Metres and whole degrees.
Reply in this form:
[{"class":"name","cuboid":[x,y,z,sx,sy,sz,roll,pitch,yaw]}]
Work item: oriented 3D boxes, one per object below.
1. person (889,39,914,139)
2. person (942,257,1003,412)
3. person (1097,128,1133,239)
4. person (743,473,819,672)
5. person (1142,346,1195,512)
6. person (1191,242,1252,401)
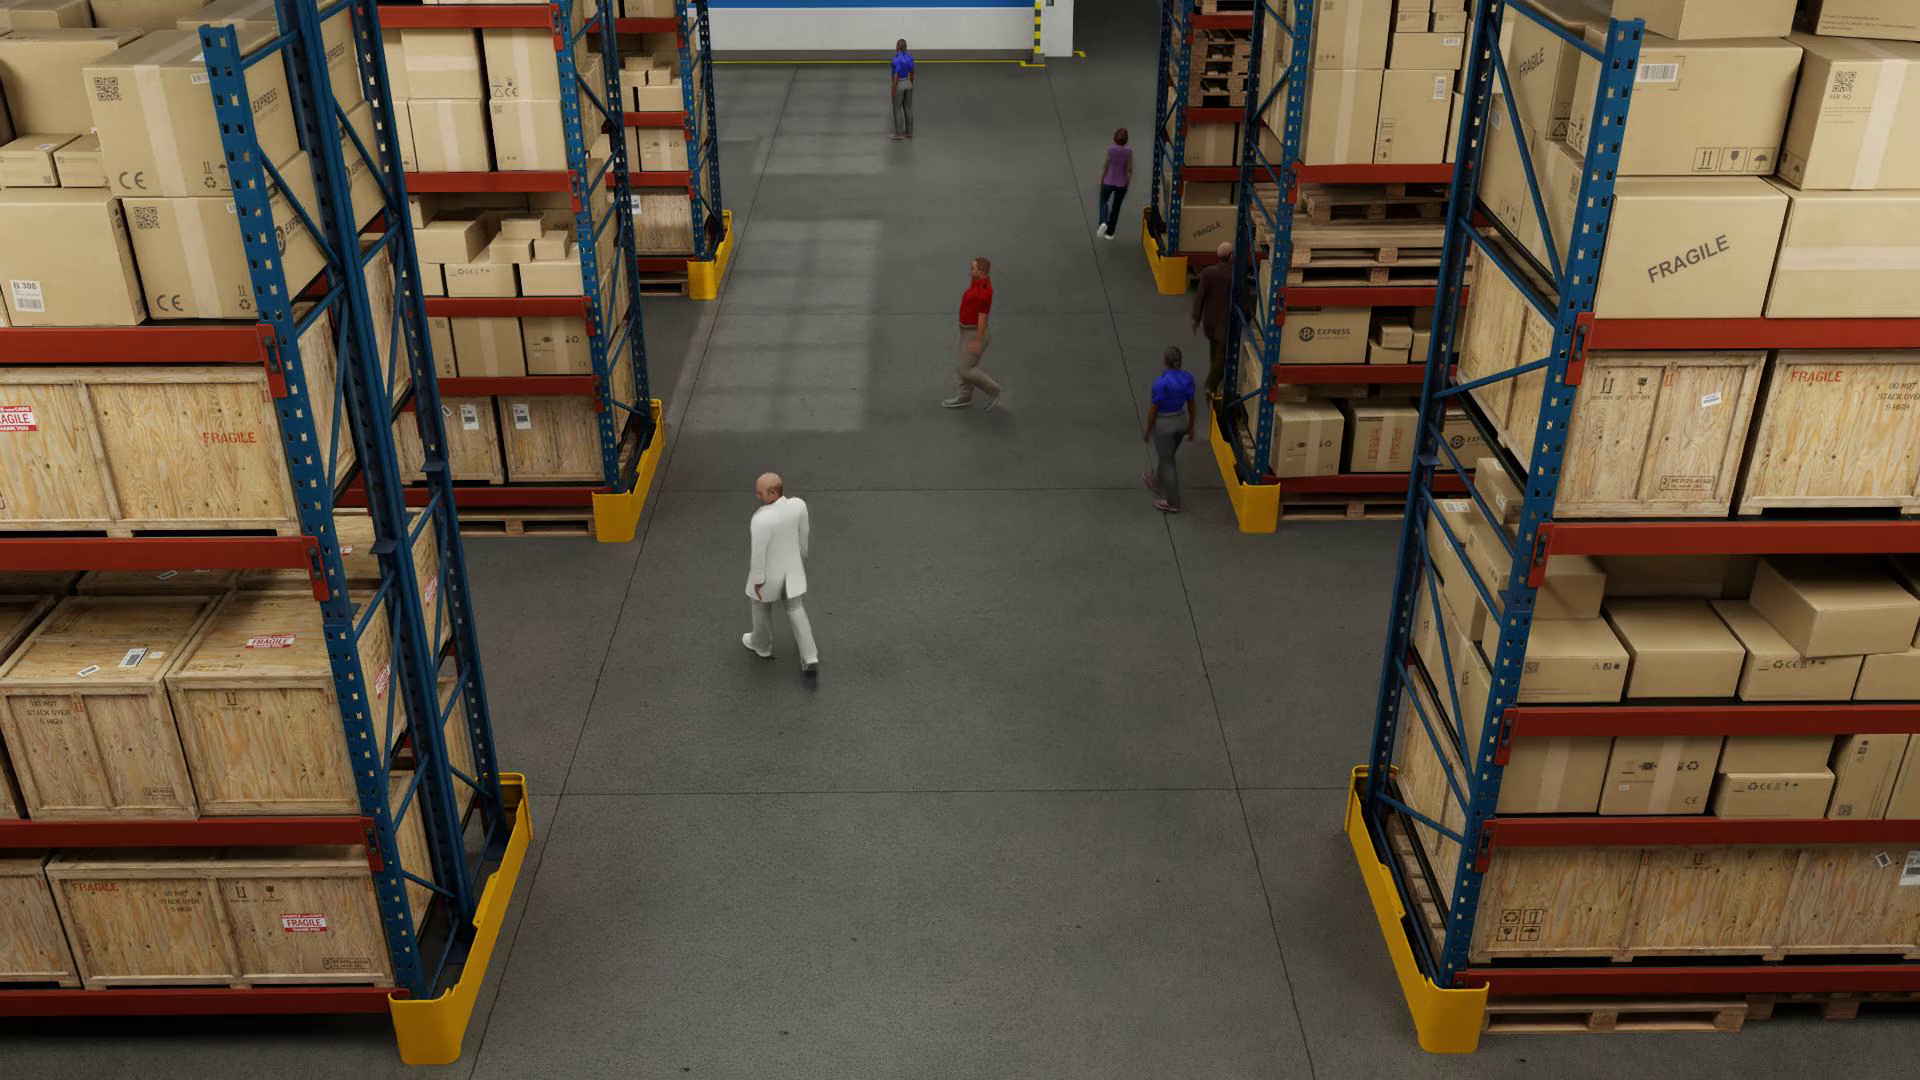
[{"class":"person","cuboid":[-1.009,-7.698,28.341,0.439,1.658,0.342,-25,37,-38]},{"class":"person","cuboid":[0.135,-2.225,18.049,0.653,1.724,0.575,-3,28,-5]},{"class":"person","cuboid":[2.174,-4.979,23.331,0.472,1.596,0.485,0,28,1]},{"class":"person","cuboid":[-1.461,0.228,13.465,0.611,1.755,0.965,-19,33,-31]},{"class":"person","cuboid":[1.955,-1.138,16.114,0.447,1.649,0.734,-17,33,-28]},{"class":"person","cuboid":[2.915,-2.467,18.488,0.643,1.745,1.082,12,31,21]}]
